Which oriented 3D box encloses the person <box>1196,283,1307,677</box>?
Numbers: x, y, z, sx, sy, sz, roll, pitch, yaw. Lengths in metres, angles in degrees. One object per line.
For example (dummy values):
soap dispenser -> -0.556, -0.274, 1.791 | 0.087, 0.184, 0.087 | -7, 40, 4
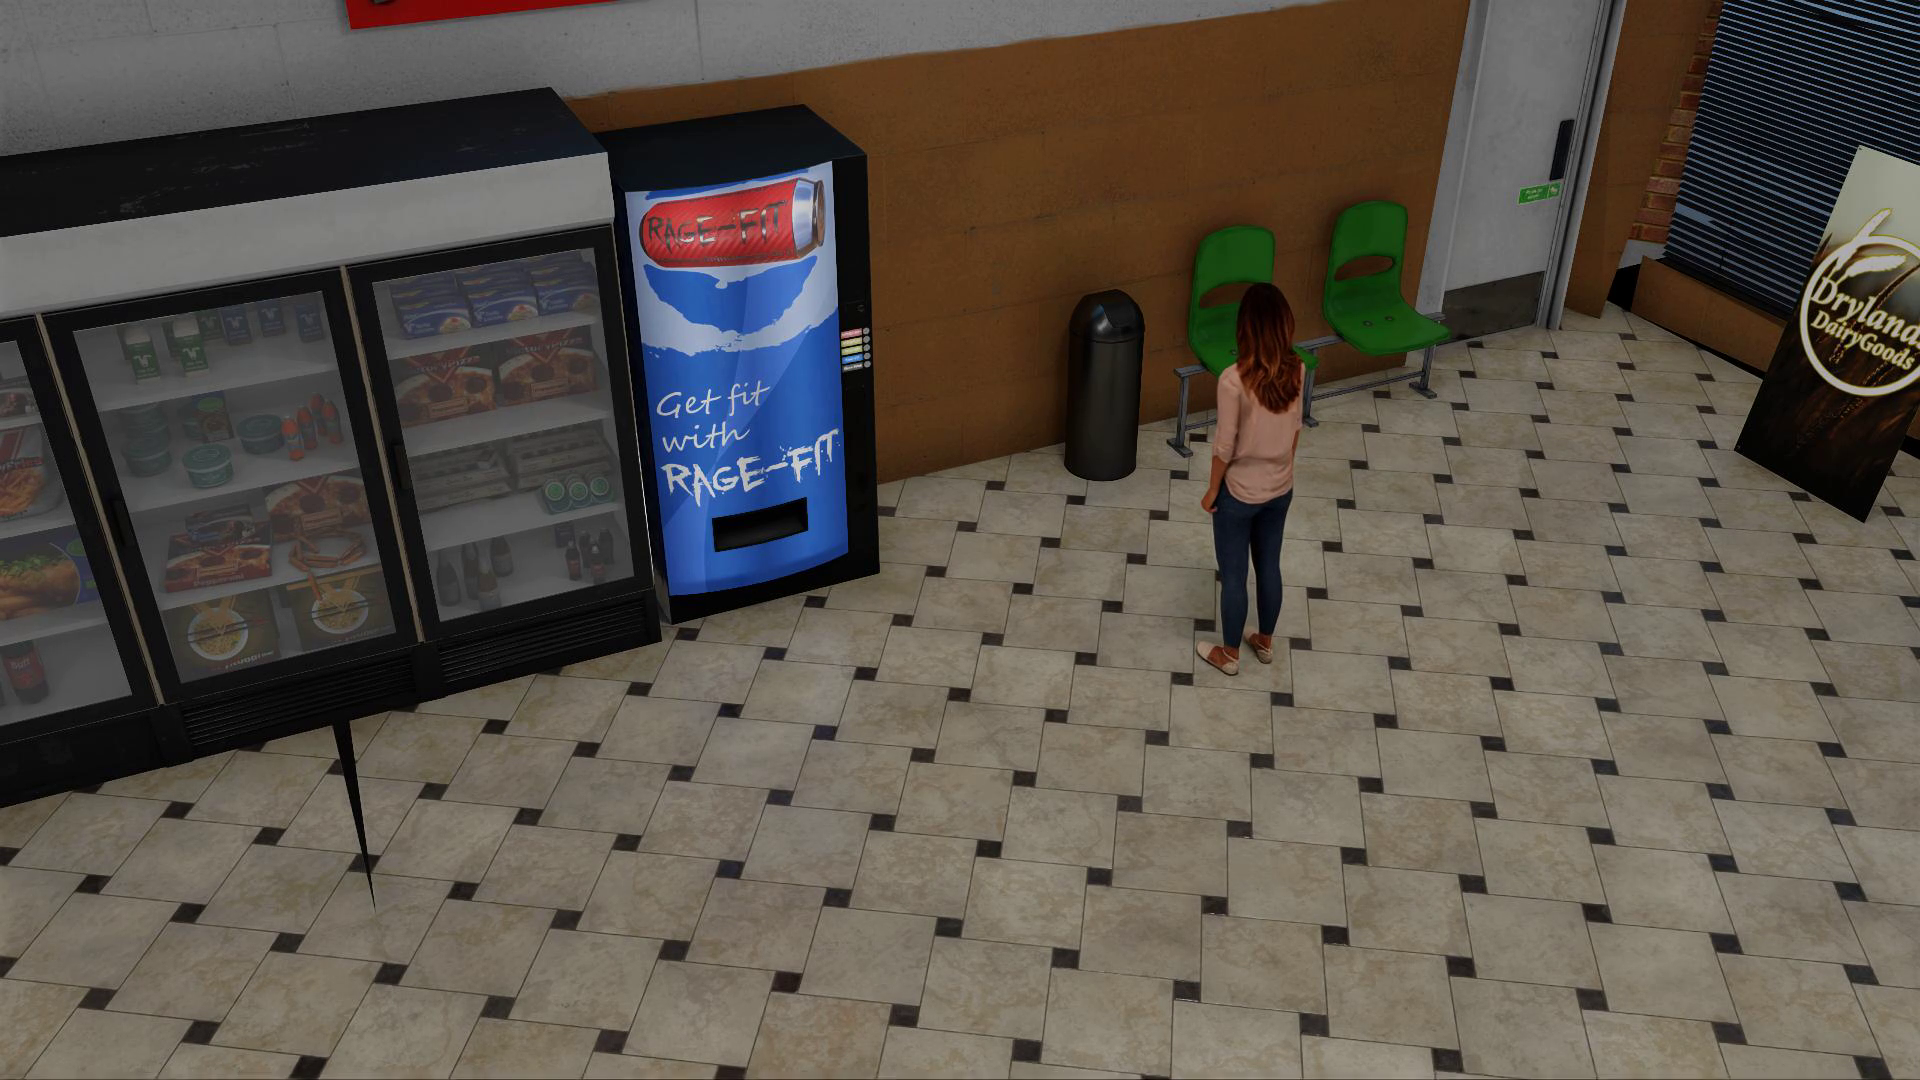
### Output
person -> 1.233, -0.221, 6.971 | 0.576, 1.788, 0.508 | -14, 34, -21
